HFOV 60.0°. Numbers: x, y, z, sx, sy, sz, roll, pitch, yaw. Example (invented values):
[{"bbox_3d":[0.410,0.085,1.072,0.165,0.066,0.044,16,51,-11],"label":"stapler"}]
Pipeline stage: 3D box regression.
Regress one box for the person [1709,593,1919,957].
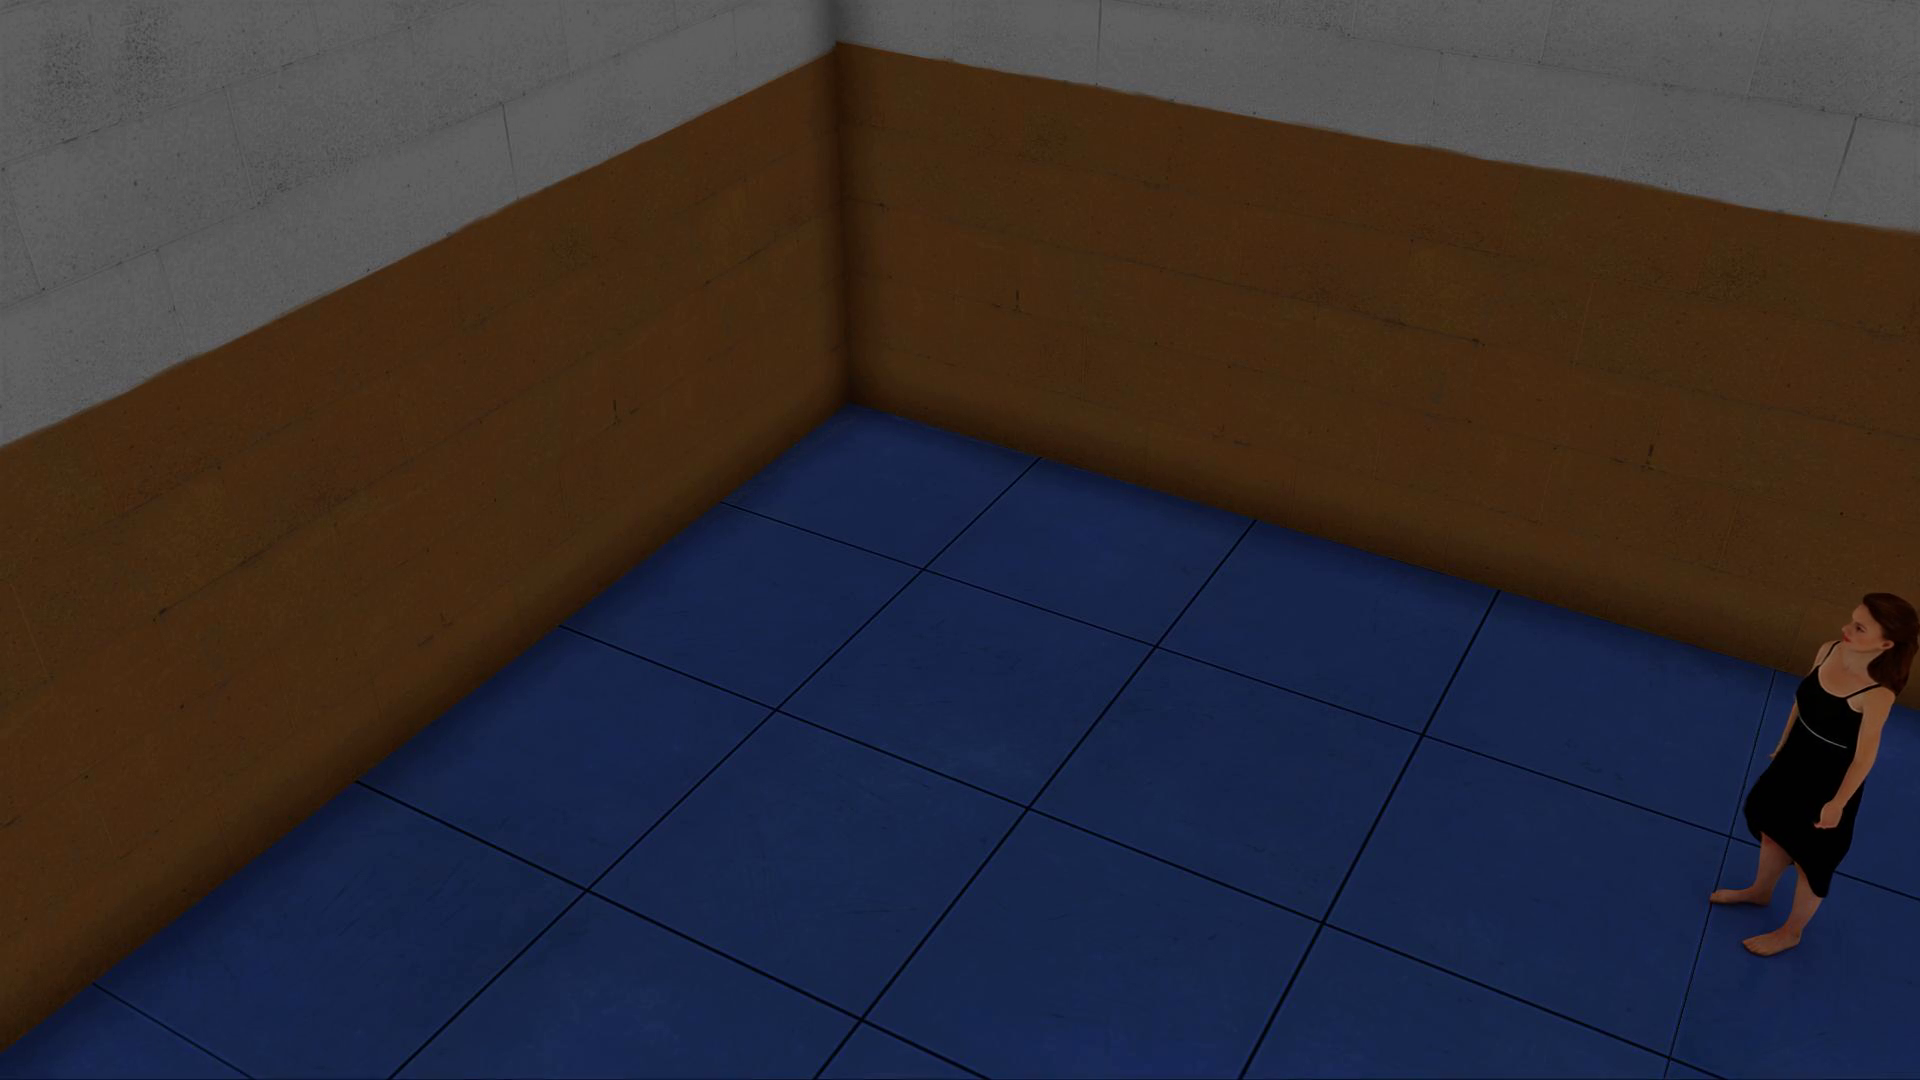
[{"bbox_3d":[3.203,0.871,6.180,0.729,1.624,0.653,-3,34,-4],"label":"person"}]
